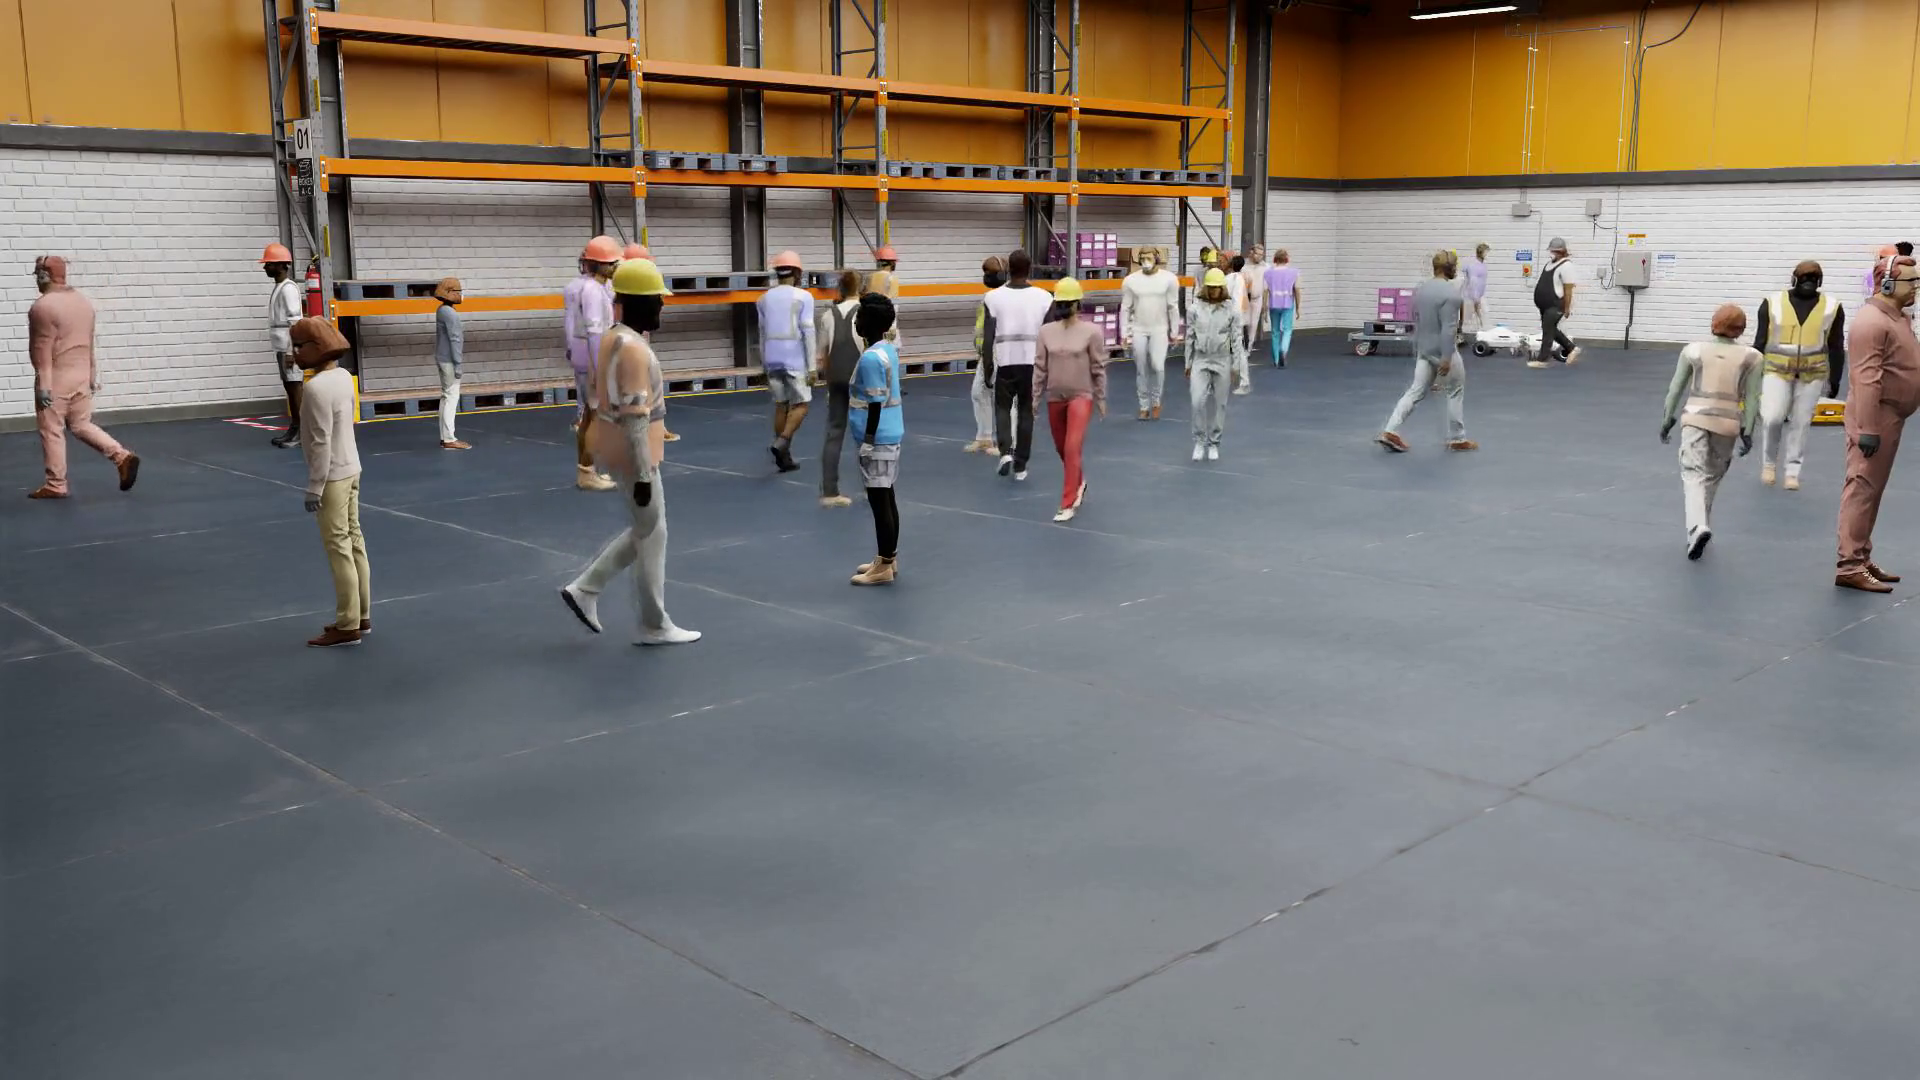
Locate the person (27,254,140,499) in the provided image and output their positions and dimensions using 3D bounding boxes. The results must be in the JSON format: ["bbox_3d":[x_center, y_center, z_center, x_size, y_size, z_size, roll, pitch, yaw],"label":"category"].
[{"bbox_3d":[-6.803,-1.238,12.744,0.749,1.883,0.649,1,10,5],"label":"person"}]

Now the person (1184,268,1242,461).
[{"bbox_3d":[2.260,-1.560,14.888,0.513,1.719,0.621,2,11,9],"label":"person"}]

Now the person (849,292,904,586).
[{"bbox_3d":[-0.490,-0.584,9.668,0.316,1.696,0.540,1,10,6],"label":"person"}]

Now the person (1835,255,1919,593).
[{"bbox_3d":[5.292,-0.667,9.551,0.409,1.909,0.639,8,13,36],"label":"person"}]

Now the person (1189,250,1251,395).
[{"bbox_3d":[3.332,-2.717,20.955,1.012,1.831,0.592,-9,14,-40],"label":"person"}]

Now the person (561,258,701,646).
[{"bbox_3d":[-1.612,-0.409,8.114,0.568,1.915,0.600,-4,11,-21],"label":"person"}]

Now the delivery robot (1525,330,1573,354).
[{"bbox_3d":[9.476,-3.201,26.796,0.707,0.478,0.477,2,11,11],"label":"delivery robot"}]

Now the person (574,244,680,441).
[{"bbox_3d":[-3.305,-1.911,16.234,0.992,1.953,0.629,-1,10,-6],"label":"person"}]

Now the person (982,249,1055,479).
[{"bbox_3d":[0.491,-1.445,13.796,0.604,1.901,0.454,0,10,2],"label":"person"}]

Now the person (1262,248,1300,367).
[{"bbox_3d":[4.912,-3.545,25.462,0.582,1.829,0.712,3,11,15],"label":"person"}]

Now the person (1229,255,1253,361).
[{"bbox_3d":[4.474,-3.735,26.847,0.530,1.697,0.322,-5,11,-23],"label":"person"}]

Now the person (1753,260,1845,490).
[{"bbox_3d":[6.652,-1.303,13.223,0.665,1.826,0.459,4,11,20],"label":"person"}]

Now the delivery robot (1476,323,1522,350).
[{"bbox_3d":[8.973,-3.362,27.676,0.707,0.478,0.477,7,12,32],"label":"delivery robot"}]

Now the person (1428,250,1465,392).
[{"bbox_3d":[6.198,-2.768,21.212,0.520,1.841,0.876,0,10,-3],"label":"person"}]

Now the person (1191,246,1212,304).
[{"bbox_3d":[4.007,-3.834,26.981,0.521,1.850,0.669,8,13,36],"label":"person"}]

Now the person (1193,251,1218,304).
[{"bbox_3d":[3.940,-3.592,25.840,0.579,1.791,0.927,6,12,29],"label":"person"}]

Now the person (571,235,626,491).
[{"bbox_3d":[-2.854,-1.391,13.213,0.476,2.023,0.643,-2,11,-9],"label":"person"}]

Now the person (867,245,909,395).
[{"bbox_3d":[-1.039,-2.726,20.816,0.887,1.907,0.552,-10,14,-42],"label":"person"}]

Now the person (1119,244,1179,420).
[{"bbox_3d":[2.043,-2.246,18.117,0.650,1.917,0.524,3,11,17],"label":"person"}]

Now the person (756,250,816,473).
[{"bbox_3d":[-1.498,-1.492,14.062,0.566,1.907,0.693,5,11,24],"label":"person"}]

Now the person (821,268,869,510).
[{"bbox_3d":[-0.791,-1.141,12.501,0.550,1.769,0.961,4,11,21],"label":"person"}]

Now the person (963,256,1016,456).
[{"bbox_3d":[0.290,-1.669,15.224,0.555,1.821,0.641,-2,11,-11],"label":"person"}]

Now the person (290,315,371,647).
[{"bbox_3d":[-3.118,-0.290,8.236,0.281,1.633,0.499,-1,10,-3],"label":"person"}]

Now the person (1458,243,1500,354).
[{"bbox_3d":[8.795,-4.150,28.604,1.008,1.895,0.630,10,14,43],"label":"person"}]

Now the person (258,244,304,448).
[{"bbox_3d":[-6.440,-1.843,15.870,0.366,1.939,0.542,-6,12,-30],"label":"person"}]

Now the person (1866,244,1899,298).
[{"bbox_3d":[12.940,-3.173,23.262,0.563,1.879,1.008,-4,11,-20],"label":"person"}]

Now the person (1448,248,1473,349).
[{"bbox_3d":[8.717,-4.266,29.502,0.874,1.774,0.610,4,11,19],"label":"person"}]

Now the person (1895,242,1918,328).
[{"bbox_3d":[13.592,-3.368,24.228,0.972,1.915,0.634,8,13,38],"label":"person"}]

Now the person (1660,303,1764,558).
[{"bbox_3d":[4.759,-0.696,10.552,0.555,1.604,0.792,4,11,22],"label":"person"}]

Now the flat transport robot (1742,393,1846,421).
[{"bbox_3d":[9.294,-1.471,18.394,0.652,0.197,1.431,0,10,1],"label":"flat transport robot"}]

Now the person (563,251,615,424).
[{"bbox_3d":[-3.799,-2.071,17.317,0.649,1.866,0.972,-6,12,-28],"label":"person"}]

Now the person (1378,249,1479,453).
[{"bbox_3d":[4.370,-1.742,15.440,0.990,1.903,0.642,-3,11,-16],"label":"person"}]

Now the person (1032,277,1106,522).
[{"bbox_3d":[0.813,-1.040,12.075,0.534,1.735,0.853,5,12,26],"label":"person"}]

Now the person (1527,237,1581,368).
[{"bbox_3d":[9.155,-3.651,25.452,0.813,2.000,0.687,-1,10,-3],"label":"person"}]

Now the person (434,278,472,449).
[{"bbox_3d":[-4.838,-1.674,15.813,0.279,1.624,0.494,-6,12,-30],"label":"person"}]

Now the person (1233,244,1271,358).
[{"bbox_3d":[4.788,-3.940,27.474,0.725,1.874,0.423,0,10,0],"label":"person"}]
